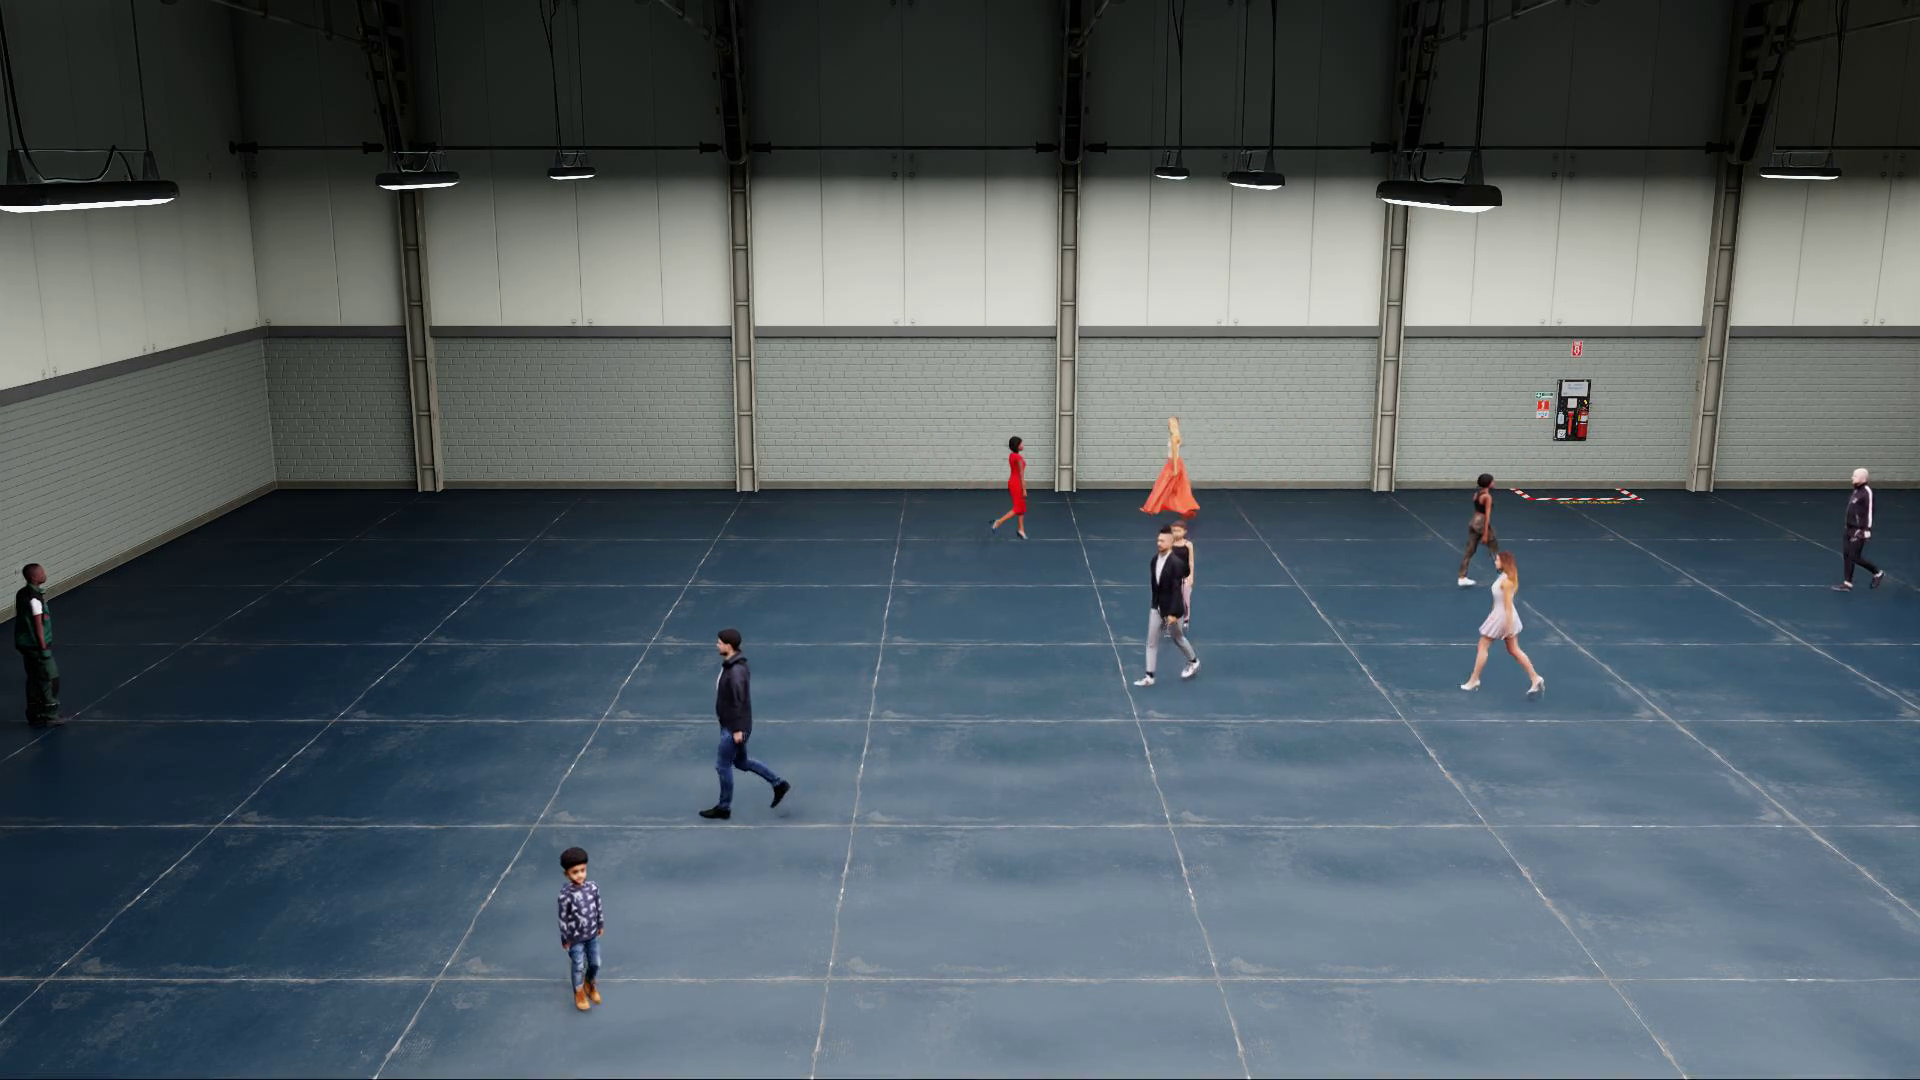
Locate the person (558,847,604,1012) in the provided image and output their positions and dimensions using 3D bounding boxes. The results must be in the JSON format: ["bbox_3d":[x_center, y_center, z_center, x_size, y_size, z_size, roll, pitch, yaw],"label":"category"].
[{"bbox_3d":[-2.821,2.852,12.284,0.572,1.242,0.646,-10,16,-37],"label":"person"}]

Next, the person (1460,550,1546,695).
[{"bbox_3d":[6.383,0.997,19.231,1.207,1.722,0.814,4,14,18],"label":"person"}]

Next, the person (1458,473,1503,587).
[{"bbox_3d":[7.496,-0.118,24.195,1.167,1.655,0.764,-3,13,-12],"label":"person"}]

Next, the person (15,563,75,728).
[{"bbox_3d":[-10.185,1.159,18.287,0.821,1.832,0.877,12,18,42],"label":"person"}]

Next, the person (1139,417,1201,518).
[{"bbox_3d":[3.794,-1.202,28.694,1.329,1.737,0.800,2,13,10],"label":"person"}]

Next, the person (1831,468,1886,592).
[{"bbox_3d":[12.982,-0.124,23.861,0.919,1.818,0.743,2,13,7],"label":"person"}]

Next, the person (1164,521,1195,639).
[{"bbox_3d":[2.908,0.508,21.784,1.029,1.523,0.818,5,14,19],"label":"person"}]

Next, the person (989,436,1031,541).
[{"bbox_3d":[0.850,-0.810,27.029,0.976,1.725,0.689,-3,13,-12],"label":"person"}]

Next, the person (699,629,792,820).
[{"bbox_3d":[-2.020,1.748,15.664,1.113,1.869,0.724,-1,13,-5],"label":"person"}]

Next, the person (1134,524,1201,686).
[{"bbox_3d":[2.537,0.782,19.735,1.312,1.913,1.184,-10,17,-38],"label":"person"}]
